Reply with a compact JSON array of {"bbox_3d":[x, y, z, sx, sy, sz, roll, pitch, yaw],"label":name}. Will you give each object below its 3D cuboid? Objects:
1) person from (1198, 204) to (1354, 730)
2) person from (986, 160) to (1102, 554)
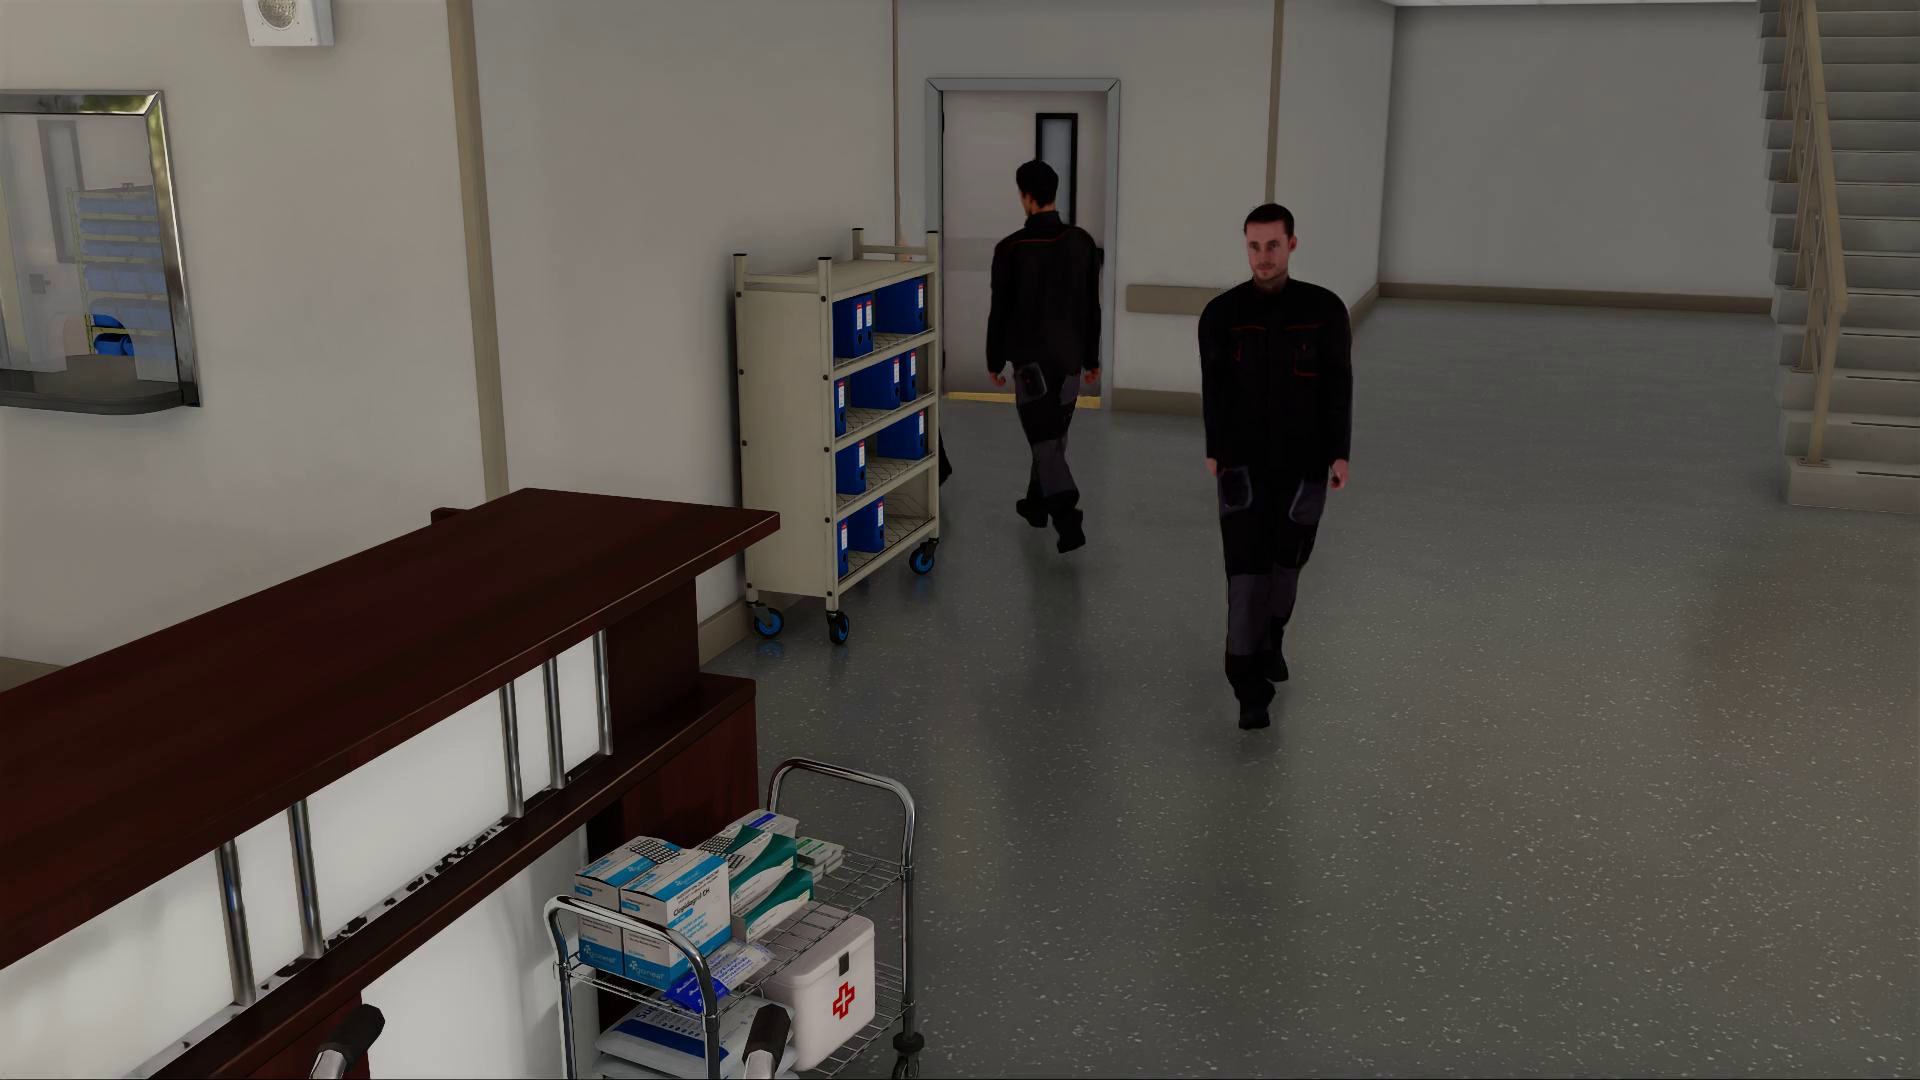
[{"bbox_3d":[1.153,-0.267,6.173,0.945,1.850,1.332,1,16,2],"label":"person"},{"bbox_3d":[0.453,-0.848,8.156,1.226,1.890,1.354,-5,16,-16],"label":"person"}]
